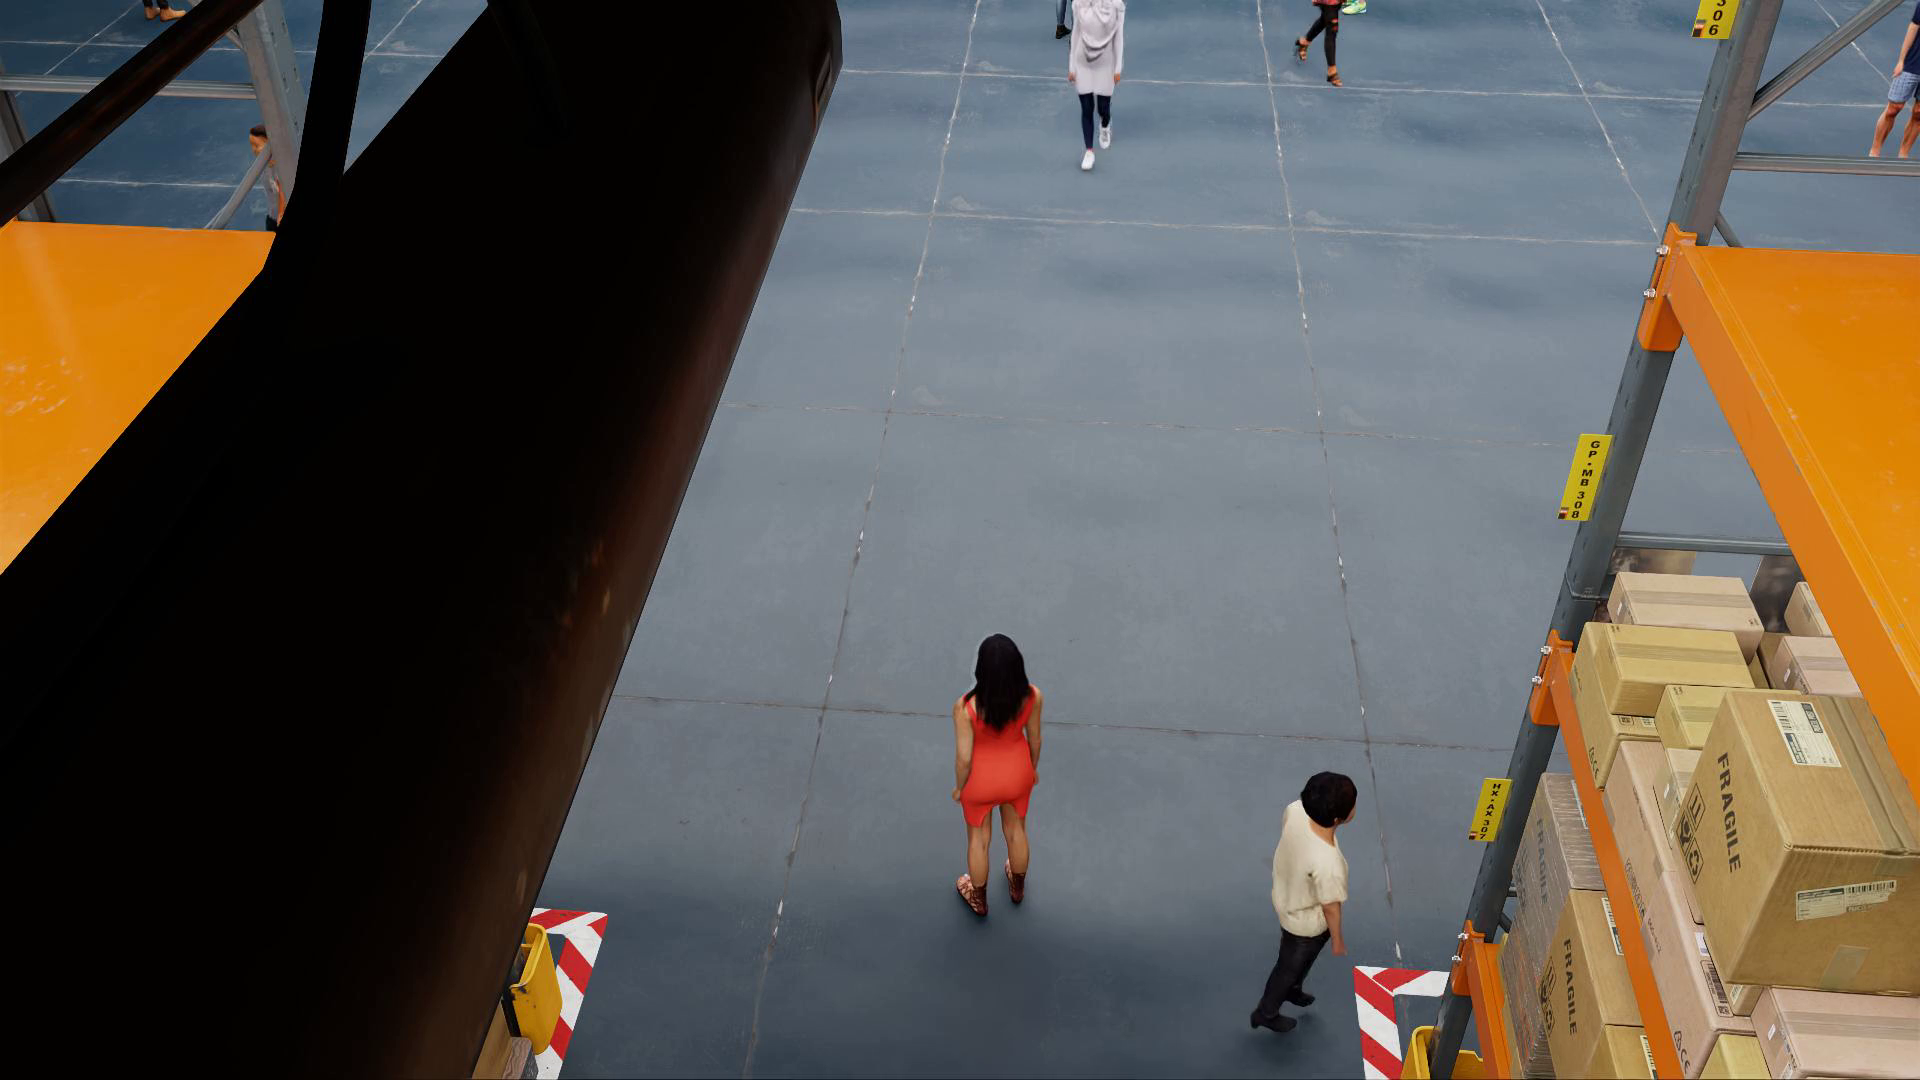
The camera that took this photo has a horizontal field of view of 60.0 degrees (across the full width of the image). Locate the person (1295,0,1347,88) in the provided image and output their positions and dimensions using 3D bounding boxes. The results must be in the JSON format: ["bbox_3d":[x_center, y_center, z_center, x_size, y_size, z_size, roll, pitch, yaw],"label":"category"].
[{"bbox_3d":[3.520,-5.259,15.870,0.981,1.662,1.198,-15,40,-18],"label":"person"}]

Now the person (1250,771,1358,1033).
[{"bbox_3d":[1.408,1.604,7.170,0.726,1.574,0.617,-6,38,-8],"label":"person"}]

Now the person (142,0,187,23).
[{"bbox_3d":[-8.418,-6.192,17.011,0.716,1.727,0.710,13,40,16],"label":"person"}]

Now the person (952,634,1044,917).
[{"bbox_3d":[0.170,1.100,7.697,0.664,1.719,0.662,-12,40,-15],"label":"person"}]

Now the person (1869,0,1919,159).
[{"bbox_3d":[8.222,-4.049,14.171,0.676,1.850,0.648,13,40,16],"label":"person"}]

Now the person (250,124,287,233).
[{"bbox_3d":[-5.018,-2.517,12.568,0.816,1.413,1.089,18,42,22],"label":"person"}]

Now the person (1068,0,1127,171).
[{"bbox_3d":[1.173,-4.091,14.293,0.682,1.766,0.816,9,39,12],"label":"person"}]
